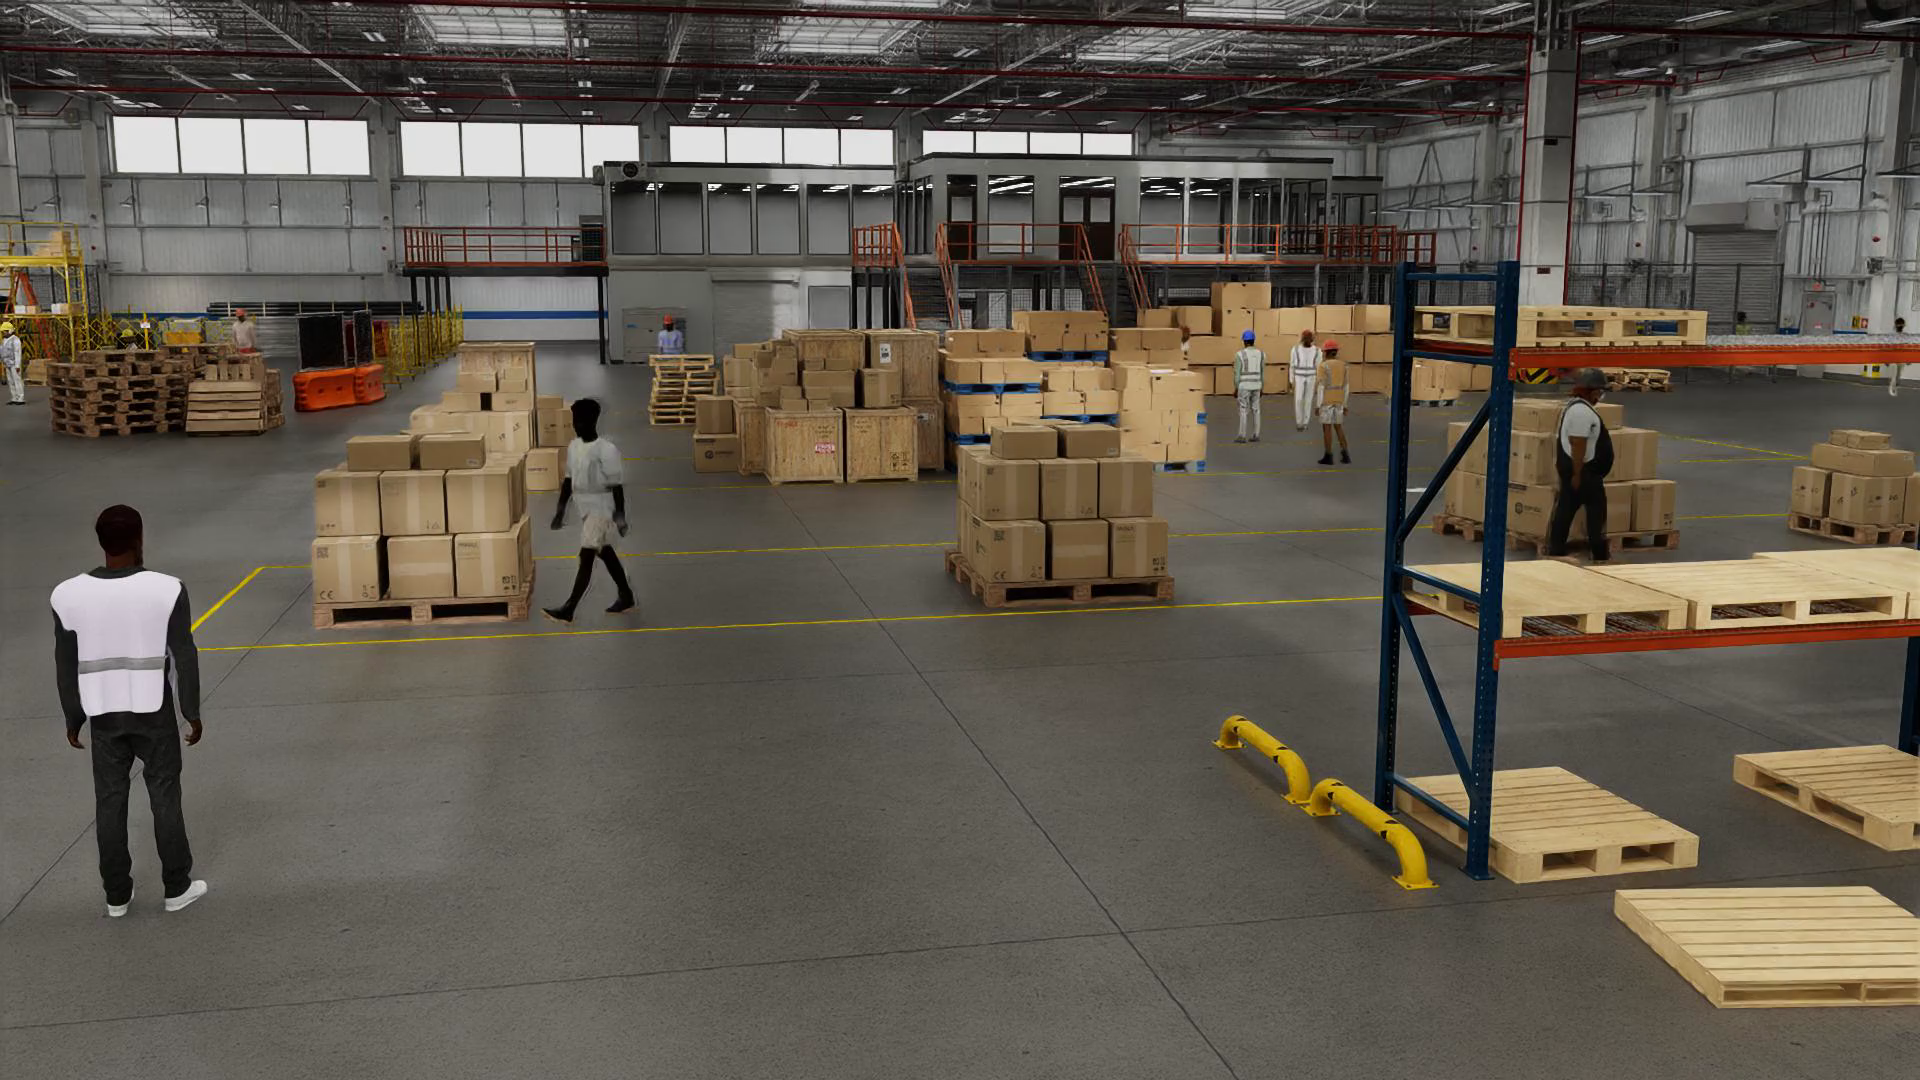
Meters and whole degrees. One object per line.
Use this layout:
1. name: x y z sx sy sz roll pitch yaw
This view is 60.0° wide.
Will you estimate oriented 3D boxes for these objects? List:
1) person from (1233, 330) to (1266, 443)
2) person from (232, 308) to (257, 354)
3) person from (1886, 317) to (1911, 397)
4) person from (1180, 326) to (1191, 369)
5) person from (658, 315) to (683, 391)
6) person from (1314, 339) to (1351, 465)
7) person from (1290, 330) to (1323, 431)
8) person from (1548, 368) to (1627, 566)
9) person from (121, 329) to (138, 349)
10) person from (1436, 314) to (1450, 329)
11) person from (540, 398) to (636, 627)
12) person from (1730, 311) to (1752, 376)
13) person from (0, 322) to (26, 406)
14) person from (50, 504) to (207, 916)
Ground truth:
1. person: 4.949 -2.623 28.496 0.601 1.940 0.418 -4 10 -25
2. person: -18.458 -5.018 42.975 0.649 1.969 0.604 1 9 4
3. person: 21.860 -4.270 38.784 0.519 1.852 0.749 2 9 11
4. person: 4.373 -3.212 32.313 0.852 1.848 0.590 8 12 39
5. person: -6.591 -4.129 37.734 0.548 1.909 0.738 1 9 6
6. person: 5.685 -2.096 25.412 0.589 1.903 0.597 -4 10 -25
7. person: 6.359 -2.912 30.521 0.598 1.836 0.952 1 9 7
8. person: 6.303 -0.713 16.524 0.852 2.000 0.714 2 10 14
9. person: -17.006 -3.453 34.151 0.311 1.736 0.483 -7 12 -36
10. person: 14.610 -6.120 50.221 0.512 1.785 1.012 2 10 12
11. person: -3.148 -0.244 14.057 1.024 1.908 0.611 -9 13 -42
12. person: 21.712 -5.451 46.221 0.622 1.784 0.986 0 9 1
13. person: -20.574 -3.810 36.076 0.595 1.824 0.404 6 11 33
14. person: -3.841 0.795 7.712 0.597 1.915 0.369 -2 10 -12
